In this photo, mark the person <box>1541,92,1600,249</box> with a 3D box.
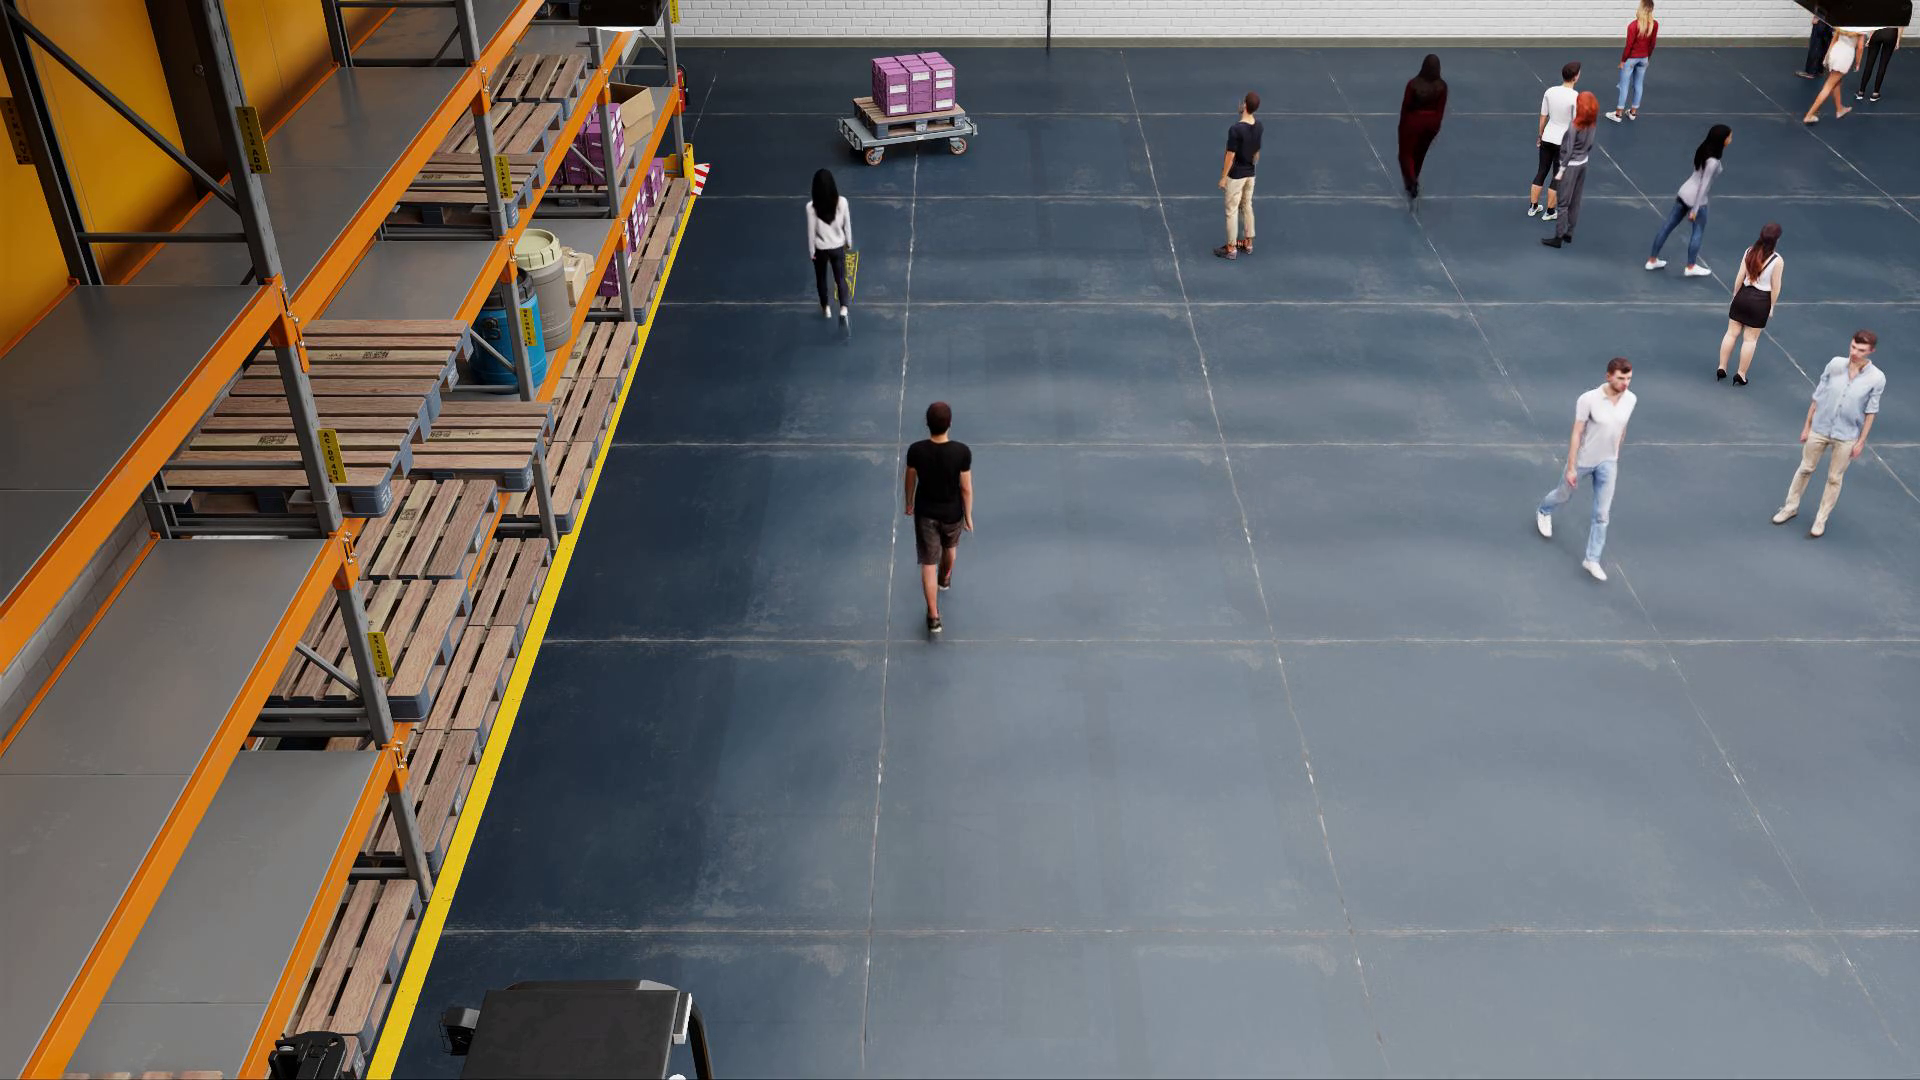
[{"bbox_3d":[6.892,-4.171,18.710,0.656,1.781,0.677,-22,39,-29],"label":"person"}]

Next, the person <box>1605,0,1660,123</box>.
[{"bbox_3d":[9.029,-6.425,22.234,0.657,1.634,0.611,-8,34,-12],"label":"person"}]

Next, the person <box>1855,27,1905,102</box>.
[{"bbox_3d":[12.749,-6.914,22.955,0.660,1.649,0.680,18,37,24],"label":"person"}]

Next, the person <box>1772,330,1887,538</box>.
[{"bbox_3d":[7.236,-0.903,13.734,0.721,1.846,0.760,25,41,33],"label":"person"}]

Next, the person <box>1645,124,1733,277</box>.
[{"bbox_3d":[7.865,-3.672,18.036,0.672,1.696,0.802,0,34,-1],"label":"person"}]

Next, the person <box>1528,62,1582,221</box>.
[{"bbox_3d":[6.953,-4.654,19.374,0.808,1.851,0.723,-25,41,-32],"label":"person"}]

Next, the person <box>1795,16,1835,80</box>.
[{"bbox_3d":[12.398,-7.544,23.751,0.748,1.818,0.748,-18,38,-25],"label":"person"}]

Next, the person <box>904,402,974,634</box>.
[{"bbox_3d":[-0.179,-0.148,12.623,0.677,1.819,1.169,0,34,0],"label":"person"}]

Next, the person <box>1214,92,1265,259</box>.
[{"bbox_3d":[3.113,-4.035,18.445,0.752,1.848,0.774,-28,43,-35],"label":"person"}]

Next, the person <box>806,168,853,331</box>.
[{"bbox_3d":[-1.313,-2.947,16.957,0.779,1.683,1.063,-9,35,-13],"label":"person"}]

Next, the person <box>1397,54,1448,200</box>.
[{"bbox_3d":[5.486,-4.880,19.816,0.685,1.737,0.943,-1,34,-2],"label":"person"}]

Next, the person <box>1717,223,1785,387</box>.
[{"bbox_3d":[7.596,-2.265,15.961,0.693,1.649,0.631,-28,43,-36],"label":"person"}]

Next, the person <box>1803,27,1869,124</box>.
[{"bbox_3d":[11.609,-6.314,22.058,0.917,1.642,1.057,-15,36,-21],"label":"person"}]

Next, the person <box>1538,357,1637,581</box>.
[{"bbox_3d":[5.039,-0.662,13.400,0.707,1.815,1.202,-2,34,-3],"label":"person"}]
